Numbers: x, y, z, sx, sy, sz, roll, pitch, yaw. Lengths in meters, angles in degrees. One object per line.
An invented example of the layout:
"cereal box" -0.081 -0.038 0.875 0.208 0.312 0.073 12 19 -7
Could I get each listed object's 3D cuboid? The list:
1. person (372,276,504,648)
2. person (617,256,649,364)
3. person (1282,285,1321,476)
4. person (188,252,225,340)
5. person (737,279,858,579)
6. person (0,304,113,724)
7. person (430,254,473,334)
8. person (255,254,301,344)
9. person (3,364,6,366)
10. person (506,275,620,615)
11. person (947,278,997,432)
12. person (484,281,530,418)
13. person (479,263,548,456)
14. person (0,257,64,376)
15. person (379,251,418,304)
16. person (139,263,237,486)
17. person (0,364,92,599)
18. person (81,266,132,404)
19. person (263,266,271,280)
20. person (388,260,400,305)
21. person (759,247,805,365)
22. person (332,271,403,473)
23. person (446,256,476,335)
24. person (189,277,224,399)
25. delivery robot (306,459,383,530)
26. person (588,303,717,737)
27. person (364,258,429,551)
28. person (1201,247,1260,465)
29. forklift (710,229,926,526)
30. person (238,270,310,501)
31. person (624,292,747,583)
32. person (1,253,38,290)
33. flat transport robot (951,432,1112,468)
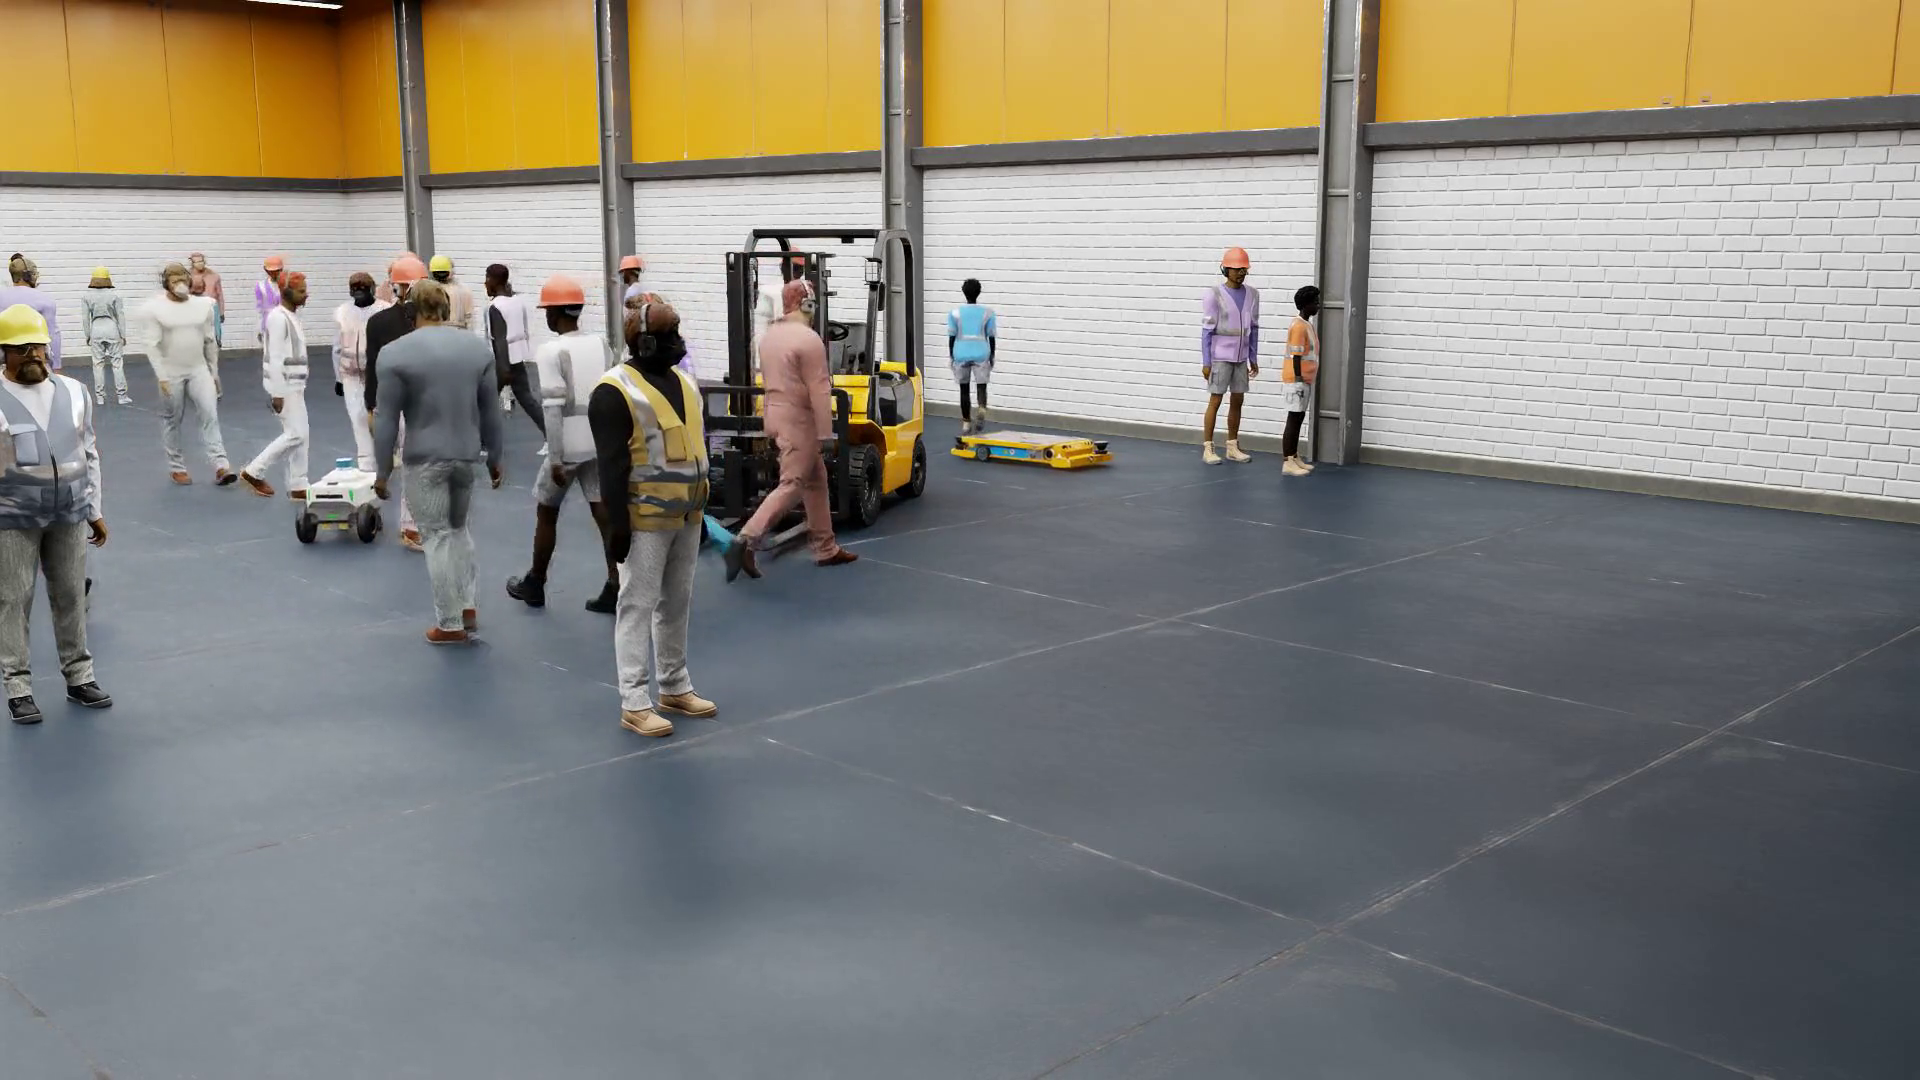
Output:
"person" -2.715 -0.398 8.644 0.512 1.916 0.663 10 14 42
"person" -3.773 -2.282 19.001 0.937 1.887 0.570 1 10 8
"person" 3.042 -1.419 14.841 0.317 1.693 0.535 4 11 21
"person" -11.890 -3.573 26.095 0.647 1.882 0.578 -9 14 -42
"person" -1.081 -0.707 10.500 0.945 1.861 0.660 -6 12 -29
"person" -4.082 -0.120 7.368 0.404 1.833 0.590 8 13 36
"person" -5.448 -2.042 17.591 0.596 1.928 0.374 -5 12 -26
"person" -8.961 -2.812 21.906 0.547 1.900 0.842 -4 11 -22
"person" -6.875 -0.831 11.882 0.503 1.602 0.777 -10 14 -42
"person" -2.253 -0.535 9.433 0.894 1.903 0.557 8 13 36
"person" 0.131 -1.967 17.848 0.538 1.682 0.566 0 10 -1
"person" -5.363 -2.272 19.706 0.502 1.612 0.715 -4 11 -19
"person" -4.332 -1.732 16.062 0.983 1.879 0.596 2 11 9
"person" -8.418 -1.580 15.044 0.629 1.937 0.378 1 10 6
"person" -6.509 -2.390 19.422 0.621 1.963 0.874 -7 13 -34
"person" -6.490 -1.368 13.997 0.632 1.887 1.017 -10 14 -43
"person" -5.191 -0.388 9.120 0.803 1.740 0.526 1 10 7
"person" -10.837 -2.593 21.096 0.489 1.743 0.322 -3 11 -14
"person" -10.653 -3.482 25.883 0.528 1.768 0.313 5 11 25
"person" -5.973 -2.155 18.386 0.640 1.861 0.611 1 10 3
"person" -1.631 -1.897 16.589 0.633 1.997 0.996 3 11 13
"person" -5.168 -1.442 14.596 0.633 1.825 0.588 1 10 3
"person" -6.175 -2.475 20.061 0.647 1.889 0.730 -6 12 -30
"person" -9.677 -2.538 21.197 0.538 1.597 0.863 -3 11 -18
"delivery robot" -4.342 -0.332 11.751 0.477 0.478 0.707 -1 10 -3
"person" -1.298 -0.093 7.192 0.429 1.842 0.633 5 12 27
"person" -3.637 -0.902 11.227 0.628 1.973 0.653 6 12 28
"person" 2.529 -1.706 15.503 0.625 2.030 0.446 -6 12 -28
"forklift" -1.050 -1.319 12.920 1.214 2.155 2.313 2 11 13
"person" -5.403 -1.202 13.192 0.559 1.867 0.589 -2 11 -11
"person" -1.657 -0.539 9.704 0.712 1.812 0.599 -1 10 -4
"person" -14.026 -3.354 24.902 0.516 1.871 0.325 -5 12 -26
"flat transport robot" 0.663 -0.868 15.706 1.431 0.197 0.652 9 14 40
